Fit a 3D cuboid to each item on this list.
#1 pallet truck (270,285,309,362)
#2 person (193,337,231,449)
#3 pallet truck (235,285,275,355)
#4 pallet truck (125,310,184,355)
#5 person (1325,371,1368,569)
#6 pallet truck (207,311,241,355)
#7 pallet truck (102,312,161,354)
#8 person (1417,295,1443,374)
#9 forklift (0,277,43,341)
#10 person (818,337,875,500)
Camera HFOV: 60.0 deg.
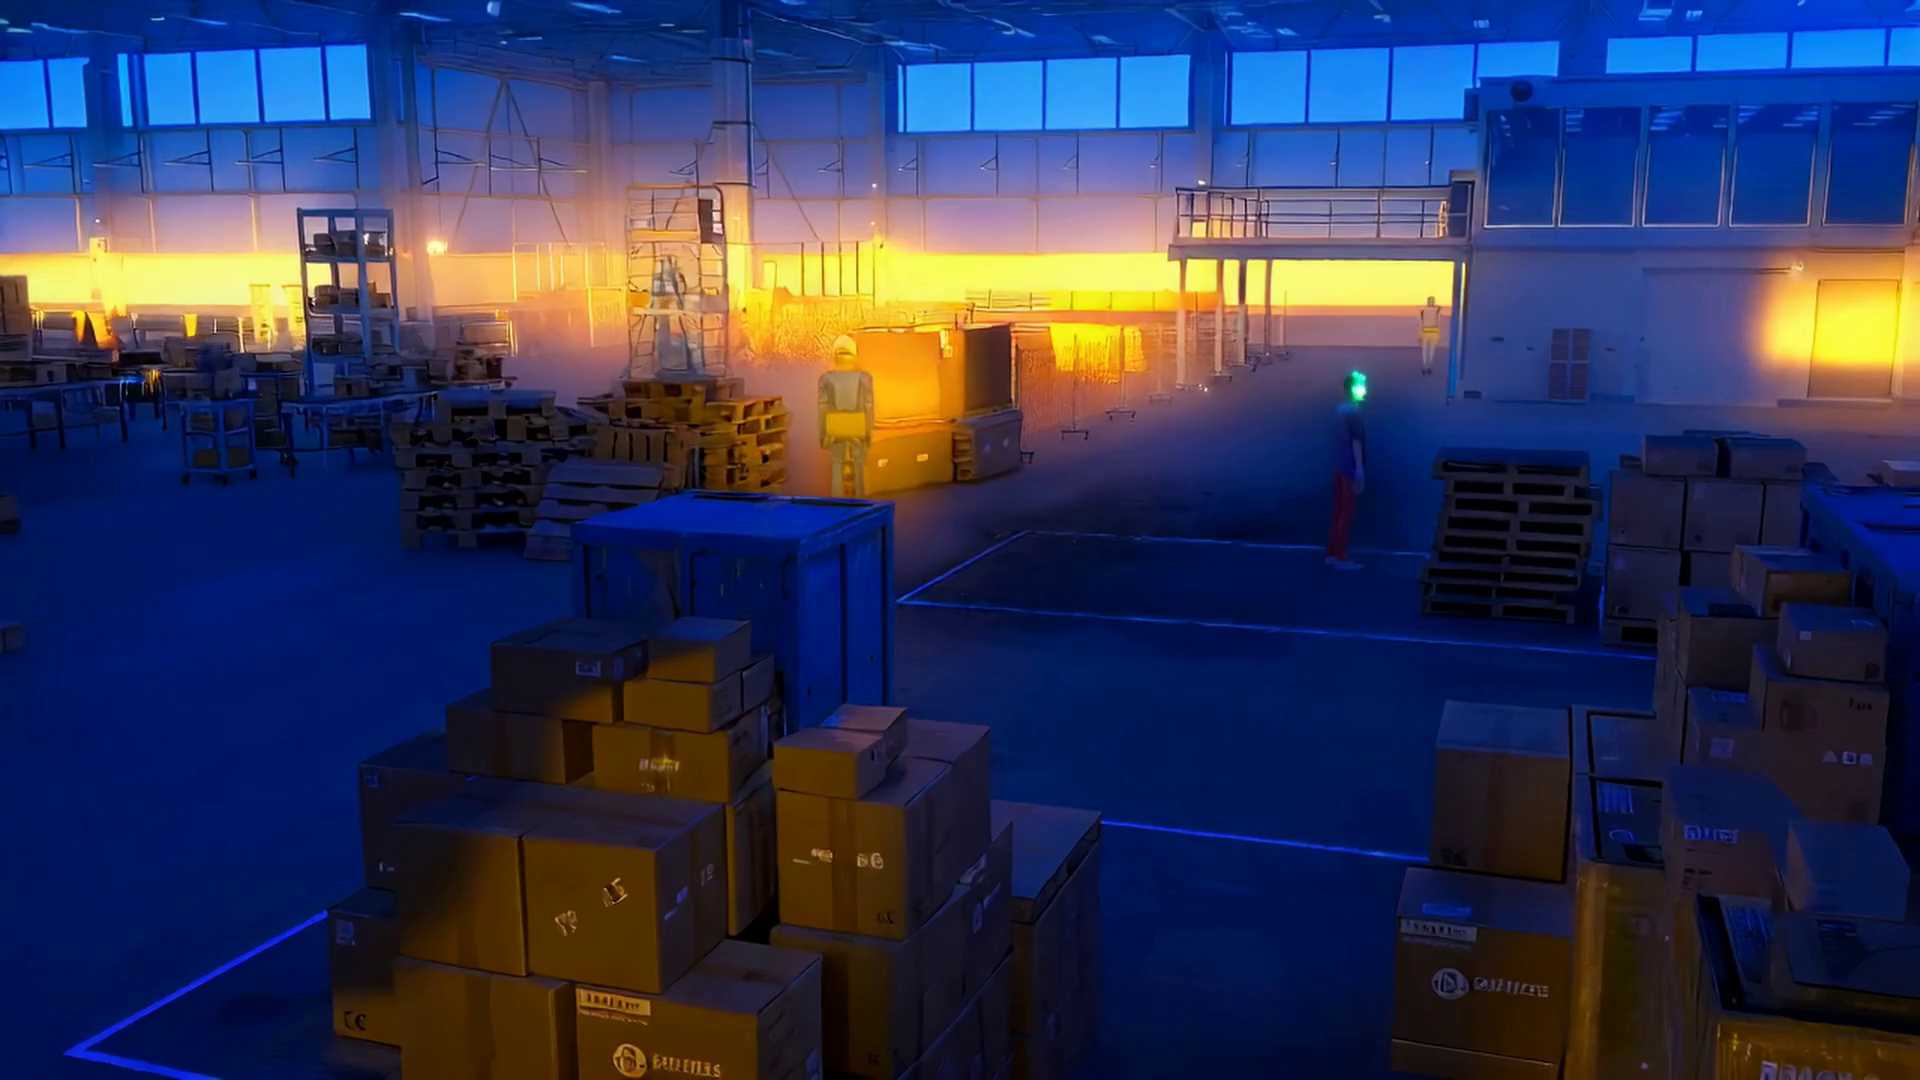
[{"bbox_3d":[-17.147,-5.700,43.663,0.823,1.965,1.885,3,11,17],"label":"pallet truck"},{"bbox_3d":[-10.767,-2.065,23.954,0.549,1.719,0.539,9,14,42],"label":"person"},{"bbox_3d":[-18.327,-5.835,44.421,0.823,1.965,1.885,4,11,23],"label":"pallet truck"},{"bbox_3d":[-22.038,-5.665,45.457,0.704,1.261,1.522,3,11,17],"label":"pallet truck"},{"bbox_3d":[3.653,-0.651,15.634,0.328,1.861,0.500,-3,10,-15],"label":"person"},{"bbox_3d":[-19.537,-5.575,44.913,0.653,1.274,1.630,3,11,19],"label":"pallet truck"},{"bbox_3d":[-23.057,-5.777,46.261,0.680,1.201,1.601,3,11,19],"label":"pallet truck"},{"bbox_3d":[11.092,-4.849,39.250,0.583,1.864,0.585,3,11,18],"label":"person"},{"bbox_3d":[-27.151,-6.329,46.328,1.157,1.987,2.680,3,11,17],"label":"forklift"},{"bbox_3d":[-1.233,-1.179,18.073,0.616,2.041,0.381,-1,10,-4],"label":"person"}]
